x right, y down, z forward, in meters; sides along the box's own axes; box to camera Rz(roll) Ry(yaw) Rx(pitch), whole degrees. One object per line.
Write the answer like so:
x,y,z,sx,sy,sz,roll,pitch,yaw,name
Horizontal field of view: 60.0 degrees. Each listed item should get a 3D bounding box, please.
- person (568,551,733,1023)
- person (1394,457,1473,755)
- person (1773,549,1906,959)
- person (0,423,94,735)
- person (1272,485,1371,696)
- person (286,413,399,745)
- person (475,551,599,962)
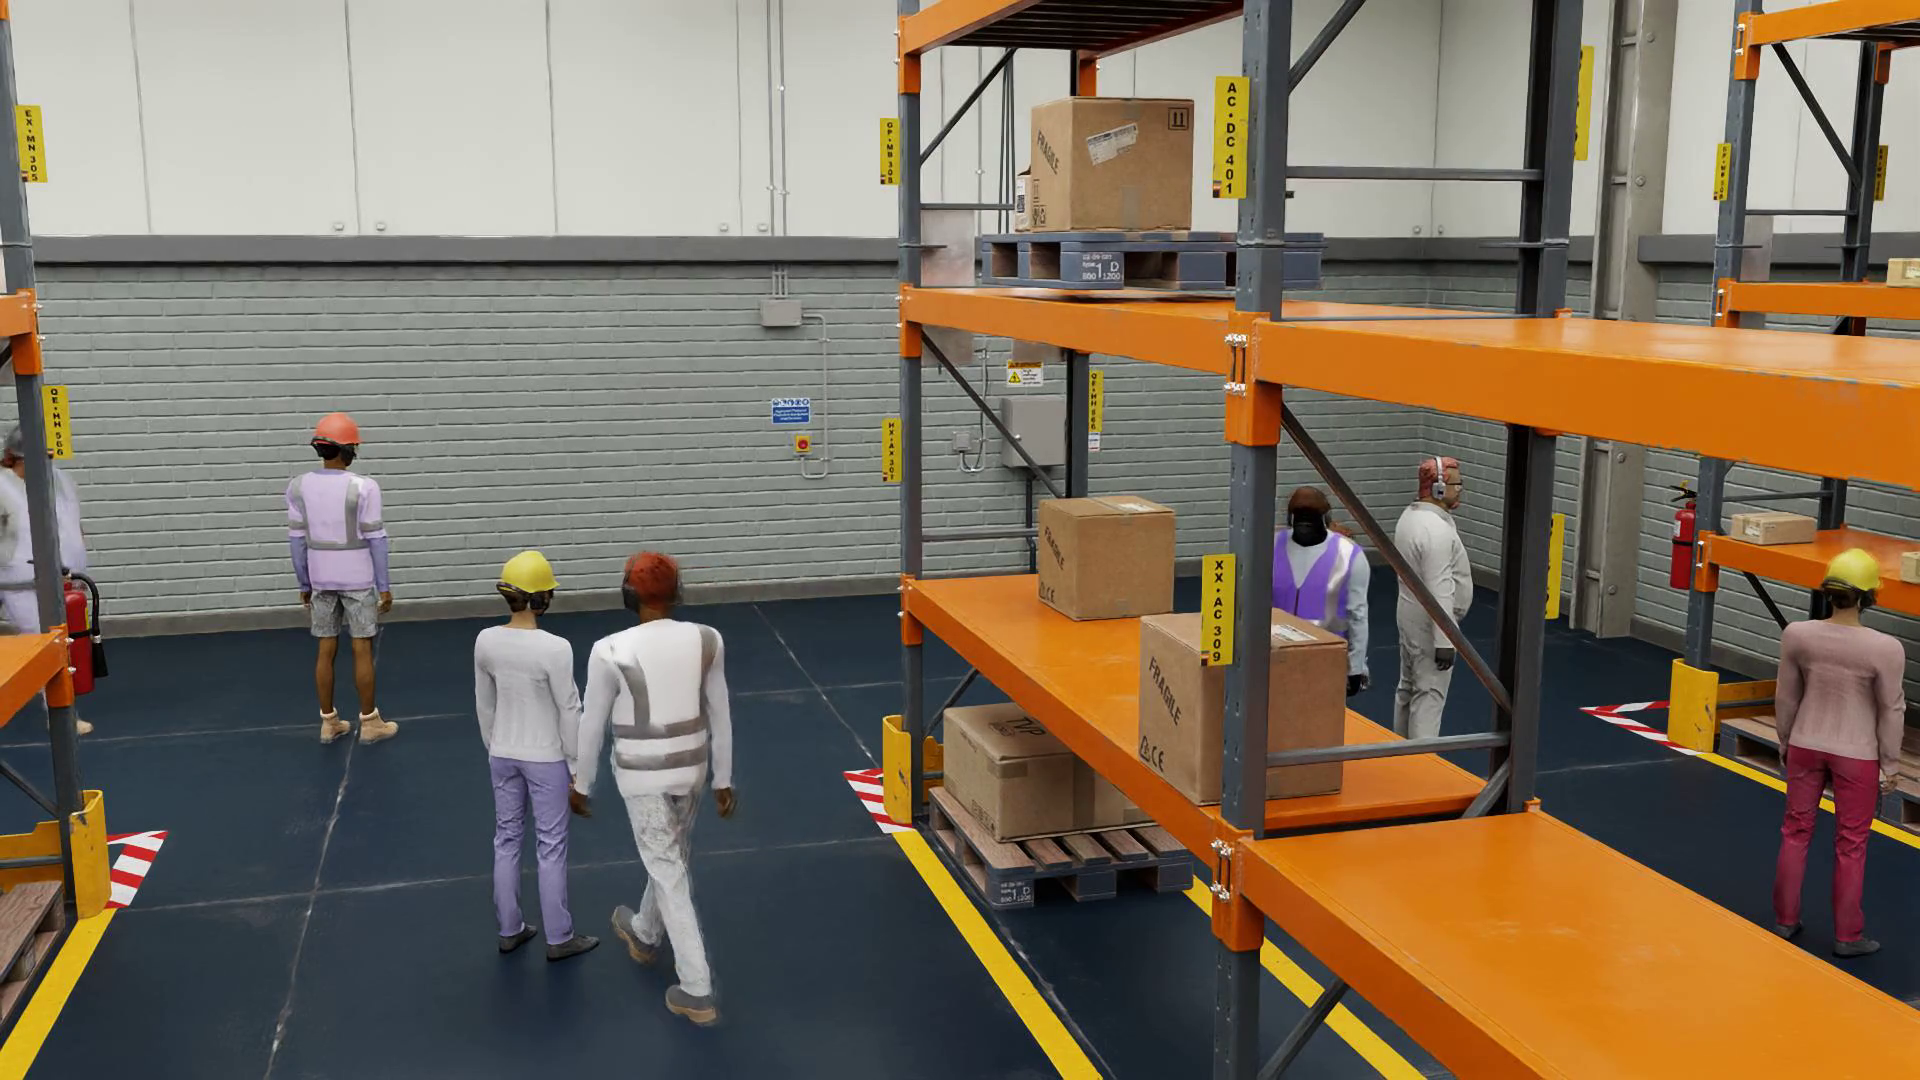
-1.254,0.950,6.732,0.590,1.832,0.963,-8,13,-39,person
2.607,0.490,9.162,0.408,1.908,0.641,0,10,-1,person
3.775,0.911,7.162,0.316,1.769,0.525,-8,13,-39,person
-5.871,0.197,10.451,0.838,2.000,0.689,4,11,22,person
1.785,0.622,8.629,0.632,1.835,0.430,5,11,27,person
-3.767,0.242,10.188,0.615,2.043,0.373,1,10,8,person
-1.820,0.921,7.107,0.525,1.769,0.315,4,11,24,person
